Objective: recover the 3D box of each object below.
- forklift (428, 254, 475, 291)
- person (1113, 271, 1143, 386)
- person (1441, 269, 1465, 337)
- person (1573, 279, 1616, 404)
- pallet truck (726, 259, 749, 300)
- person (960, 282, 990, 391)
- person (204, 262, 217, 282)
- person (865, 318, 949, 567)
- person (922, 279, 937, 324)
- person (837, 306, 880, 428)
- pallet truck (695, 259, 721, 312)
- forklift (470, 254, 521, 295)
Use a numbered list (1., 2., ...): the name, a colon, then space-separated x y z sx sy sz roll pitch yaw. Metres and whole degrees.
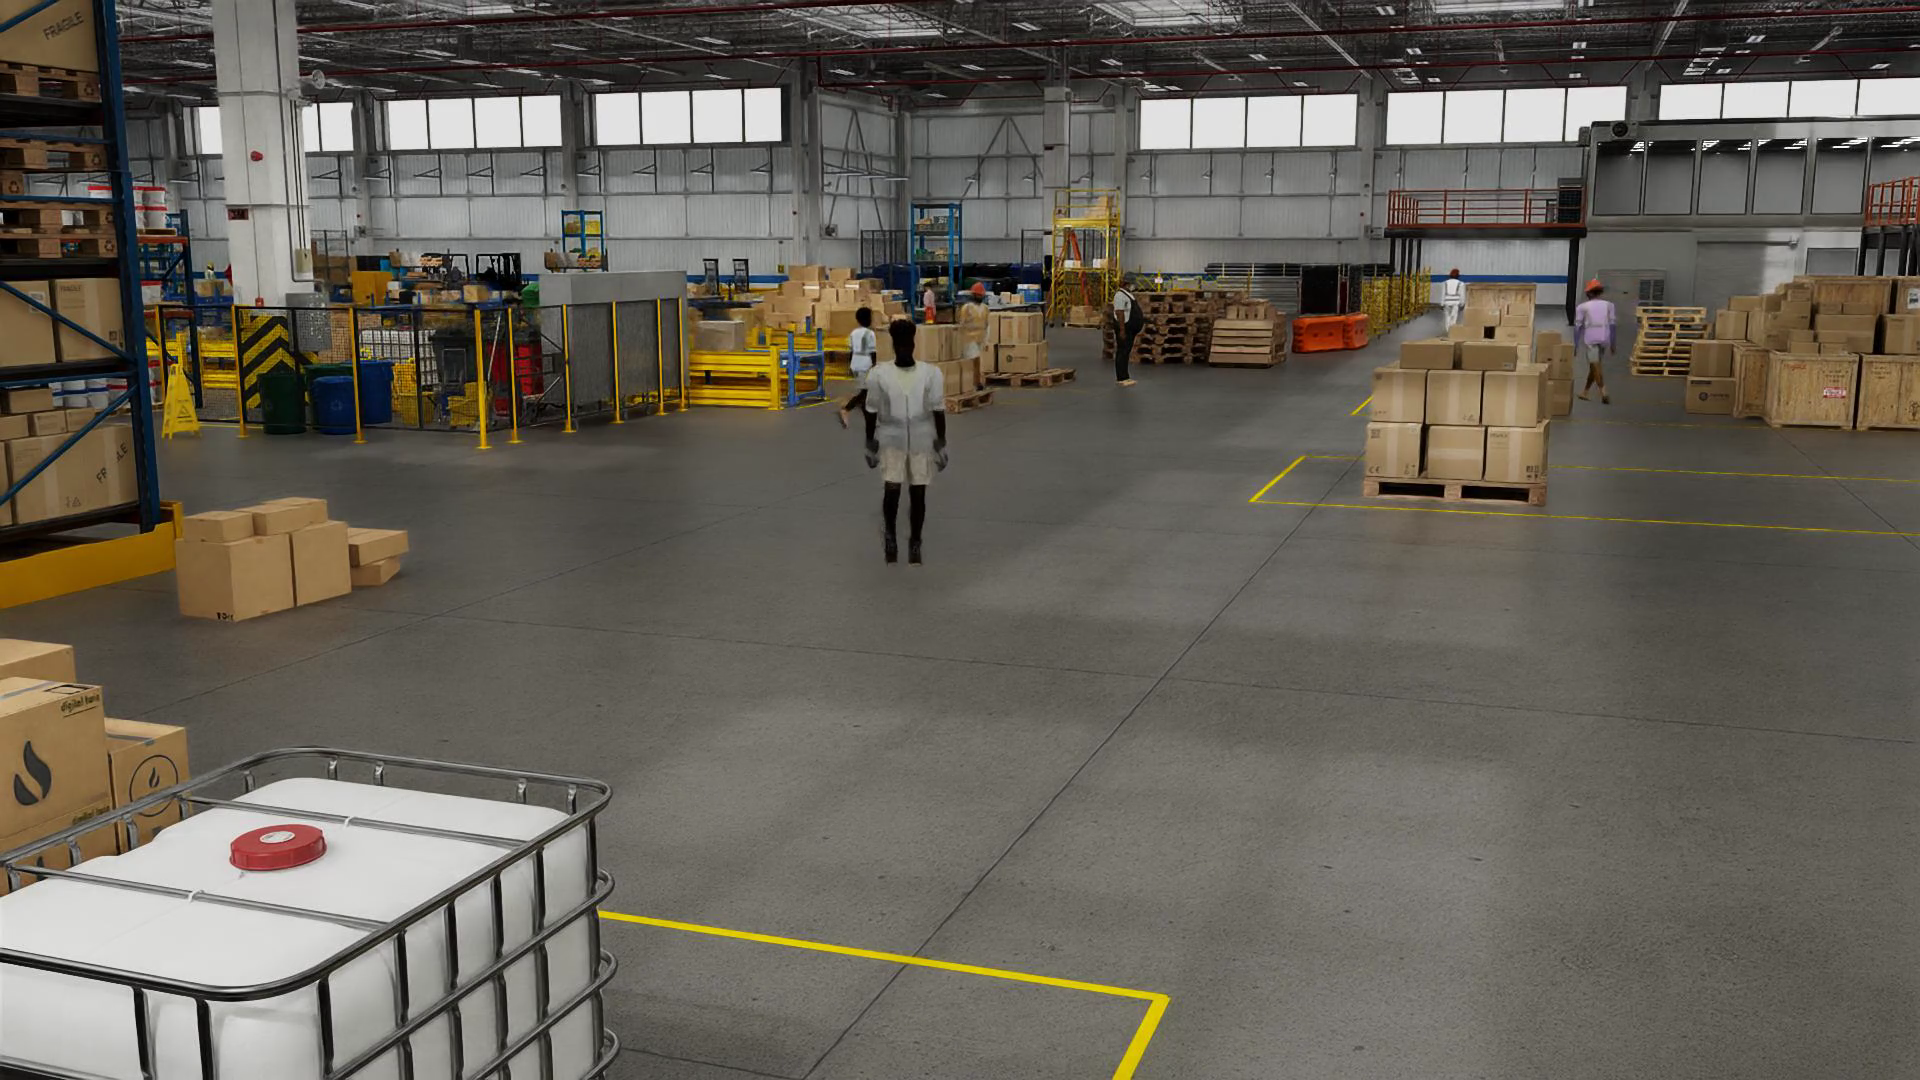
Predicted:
1. forklift: -20.133 -10.254 65.465 1.157 1.987 2.680 3 11 19
2. person: 2.998 -3.765 29.640 0.538 2.000 0.684 3 11 16
3. person: 13.248 -6.332 44.604 0.603 1.856 0.746 6 12 30
4. person: 10.128 -3.150 26.442 0.623 1.969 1.087 -1 10 -4
5. pallet truck: -7.986 -9.493 62.019 0.823 1.965 1.885 3 11 17
6. person: 0.190 -3.343 27.704 0.551 1.902 0.952 -7 12 -36
7. person: -29.387 -9.982 65.281 0.586 1.824 0.405 8 13 38
8. person: -0.415 -0.743 12.880 0.623 1.942 0.501 -1 10 -7
9. person: -0.753 -5.230 38.816 0.746 1.710 0.590 4 11 19
10. person: -1.382 -2.329 22.554 0.689 1.679 0.527 -7 12 -33
11. pallet truck: -9.165 -9.627 62.776 0.823 1.965 1.885 4 11 23
12. forklift: -17.990 -10.121 64.684 1.157 1.987 2.680 3 11 17
